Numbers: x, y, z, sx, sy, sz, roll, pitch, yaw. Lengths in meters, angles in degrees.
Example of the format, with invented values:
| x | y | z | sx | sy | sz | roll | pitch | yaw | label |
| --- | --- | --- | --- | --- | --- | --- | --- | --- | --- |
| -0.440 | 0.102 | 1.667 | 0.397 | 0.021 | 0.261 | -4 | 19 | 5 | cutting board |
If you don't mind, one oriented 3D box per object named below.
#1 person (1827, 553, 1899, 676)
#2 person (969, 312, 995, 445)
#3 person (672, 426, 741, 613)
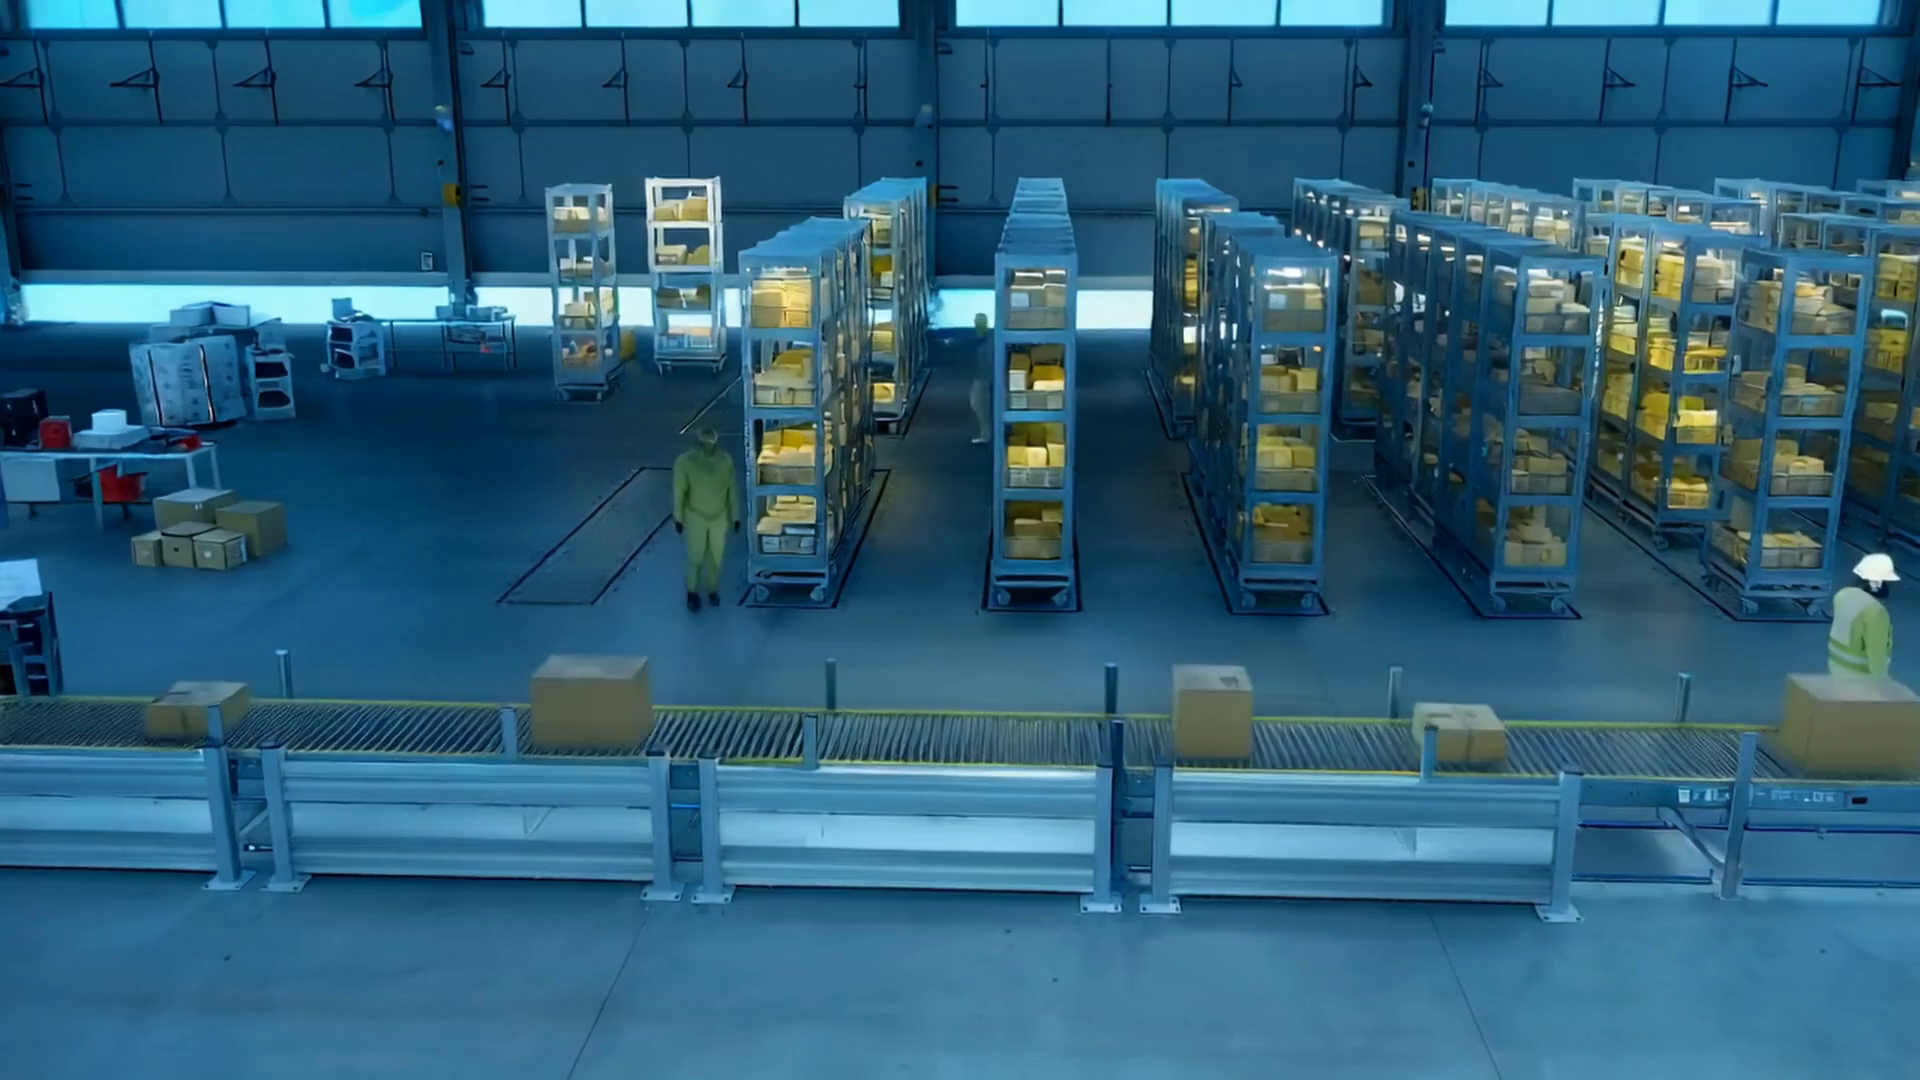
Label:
| x | y | z | sx | sy | sz | roll | pitch | yaw | label |
| --- | --- | --- | --- | --- | --- | --- | --- | --- | --- |
| 6.711 | 0.980 | 12.433 | 0.403 | 1.830 | 0.599 | -1 | 15 | -3 | person |
| 0.372 | -2.397 | 24.679 | 0.485 | 1.978 | 0.642 | -4 | 16 | -15 | person |
| -2.530 | -0.207 | 16.741 | 0.663 | 1.883 | 0.625 | -6 | 16 | -21 | person |
